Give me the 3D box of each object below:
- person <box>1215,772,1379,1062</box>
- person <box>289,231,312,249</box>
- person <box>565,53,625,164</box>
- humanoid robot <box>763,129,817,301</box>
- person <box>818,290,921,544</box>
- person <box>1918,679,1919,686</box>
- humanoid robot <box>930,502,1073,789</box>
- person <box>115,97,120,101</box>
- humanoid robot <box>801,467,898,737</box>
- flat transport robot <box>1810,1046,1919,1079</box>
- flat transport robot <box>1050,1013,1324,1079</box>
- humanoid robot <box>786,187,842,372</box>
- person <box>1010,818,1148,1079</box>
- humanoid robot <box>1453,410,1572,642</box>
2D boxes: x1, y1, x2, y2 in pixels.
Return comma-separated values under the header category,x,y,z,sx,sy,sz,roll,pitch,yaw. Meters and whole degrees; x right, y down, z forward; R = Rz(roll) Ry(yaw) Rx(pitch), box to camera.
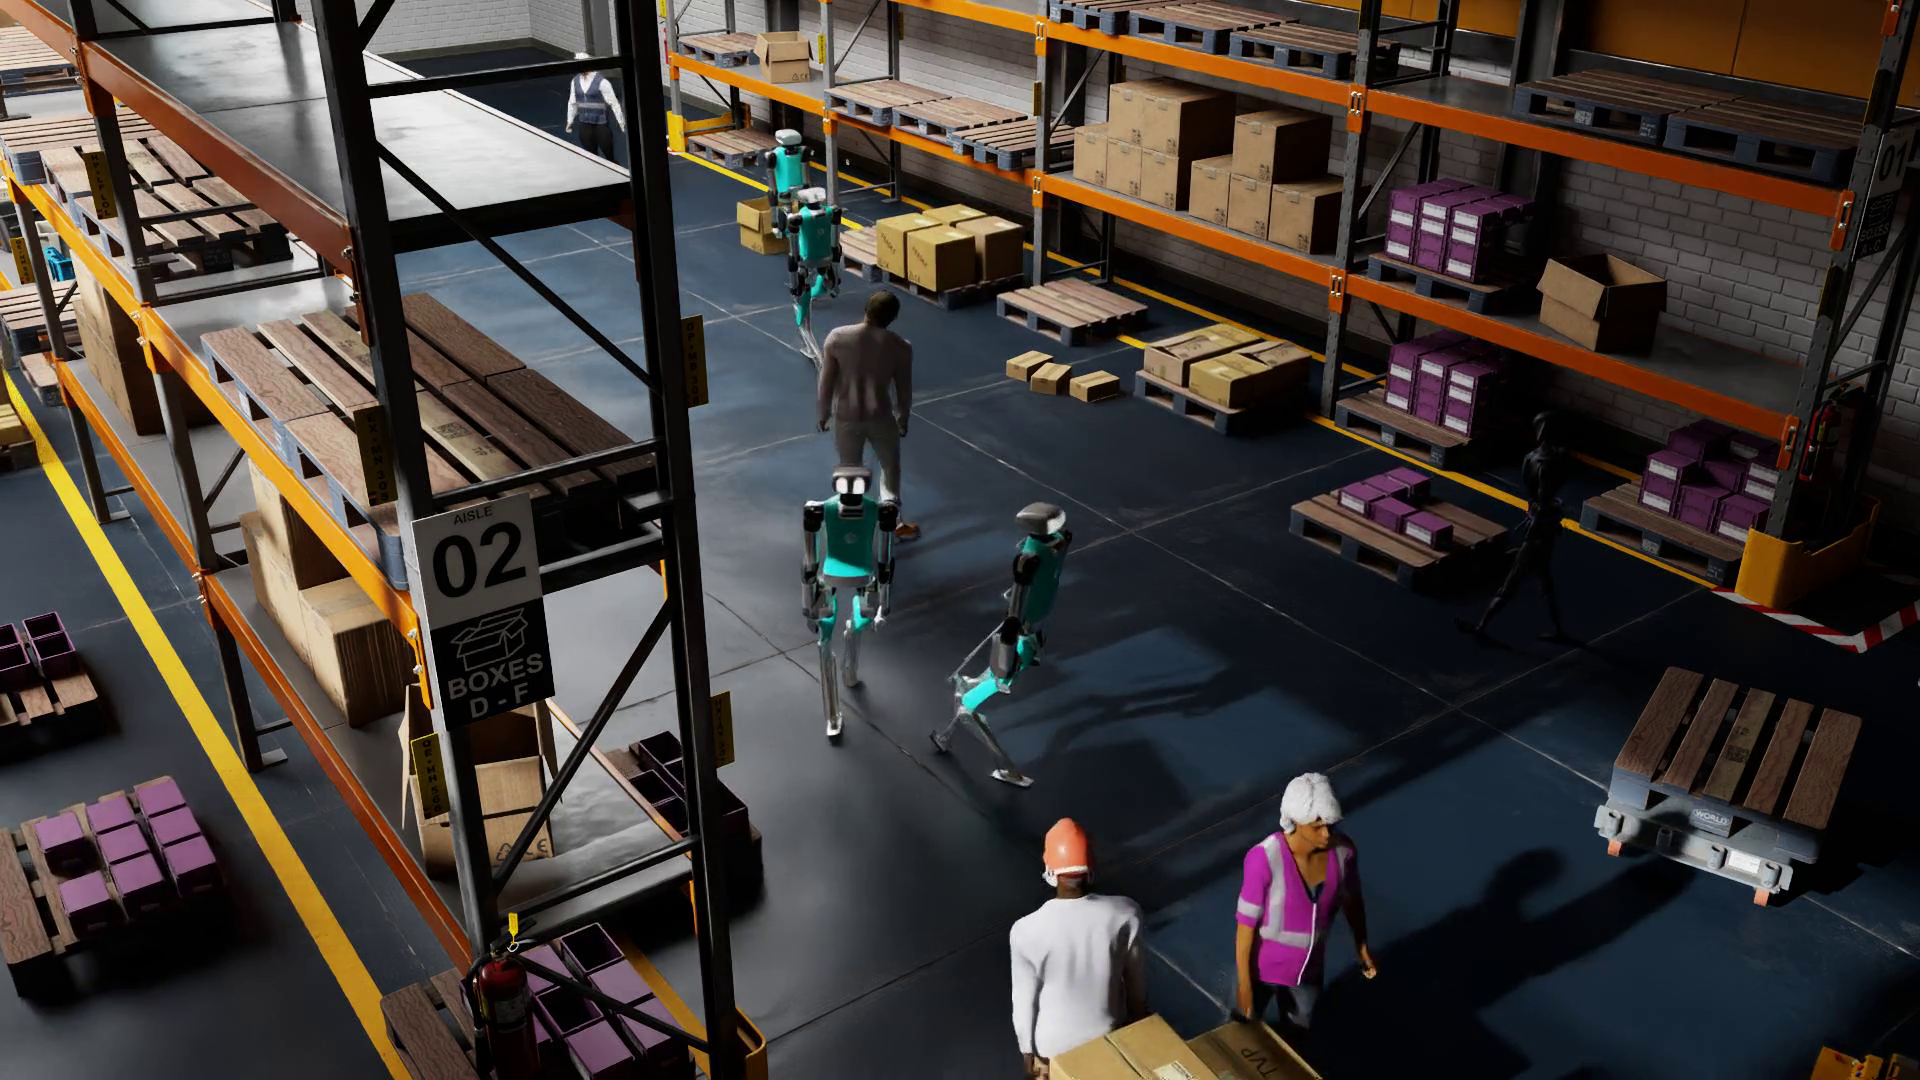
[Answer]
category,x,y,z,sx,sy,sz,roll,pitch,yaw
person,1.357,1.705,6.840,0.743,1.851,0.425,-10,28,-19
person,-6.225,-2.550,15.546,0.293,1.627,0.500,12,29,22
person,-4.504,-5.147,20.601,0.783,1.736,0.459,7,28,14
humanoid robot,-1.595,-3.201,16.725,0.541,1.772,0.909,-22,34,-37
person,-0.652,-0.847,11.880,0.706,1.892,0.359,-4,27,-8
person,6.203,0.125,9.867,0.494,1.950,0.419,2,27,4
humanoid robot,0.132,0.587,9.261,0.931,1.822,0.554,13,30,24
person,-10.403,-5.135,20.298,0.403,1.986,0.615,5,27,9
humanoid robot,-0.674,0.287,9.828,0.569,1.819,0.909,-4,27,-7
flat transport robot,4.264,2.576,6.864,1.431,0.231,0.659,18,32,32
flat transport robot,1.098,2.767,6.483,1.431,0.231,0.659,-14,30,-26
humanoid robot,-1.378,-2.366,15.037,0.545,1.737,0.969,-17,31,-30
person,0.488,1.932,6.541,0.568,1.706,0.787,-7,28,-14
humanoid robot,3.644,-0.072,10.606,0.774,1.623,0.593,8,28,16
